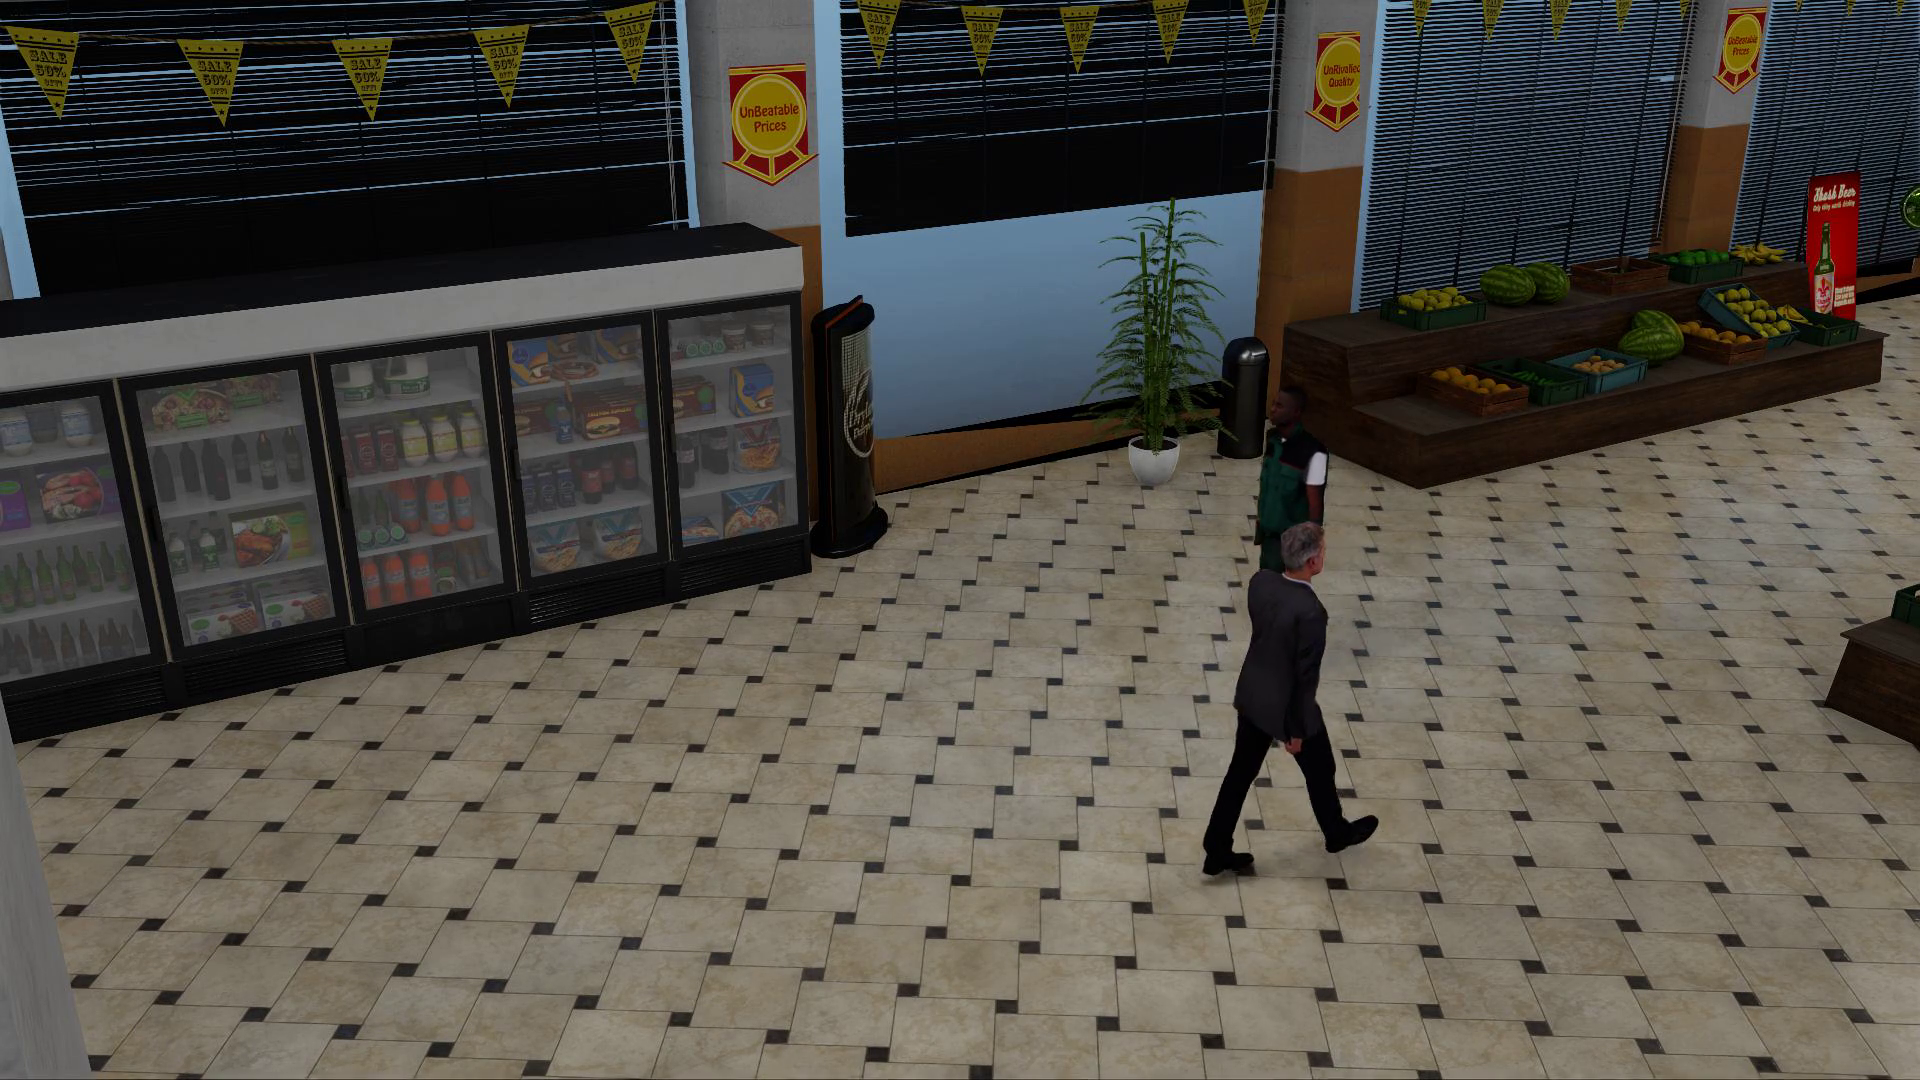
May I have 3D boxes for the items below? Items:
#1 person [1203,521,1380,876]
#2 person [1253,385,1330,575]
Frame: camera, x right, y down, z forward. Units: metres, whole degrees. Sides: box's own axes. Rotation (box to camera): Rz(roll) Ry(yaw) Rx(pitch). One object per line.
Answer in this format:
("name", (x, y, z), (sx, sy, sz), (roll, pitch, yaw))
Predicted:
("person", (1.435, 0.797, 7.797), (1.136, 1.793, 0.706), (-12, 25, -28))
("person", (2.007, -0.037, 9.823), (0.775, 1.830, 0.748), (-8, 23, -20))
